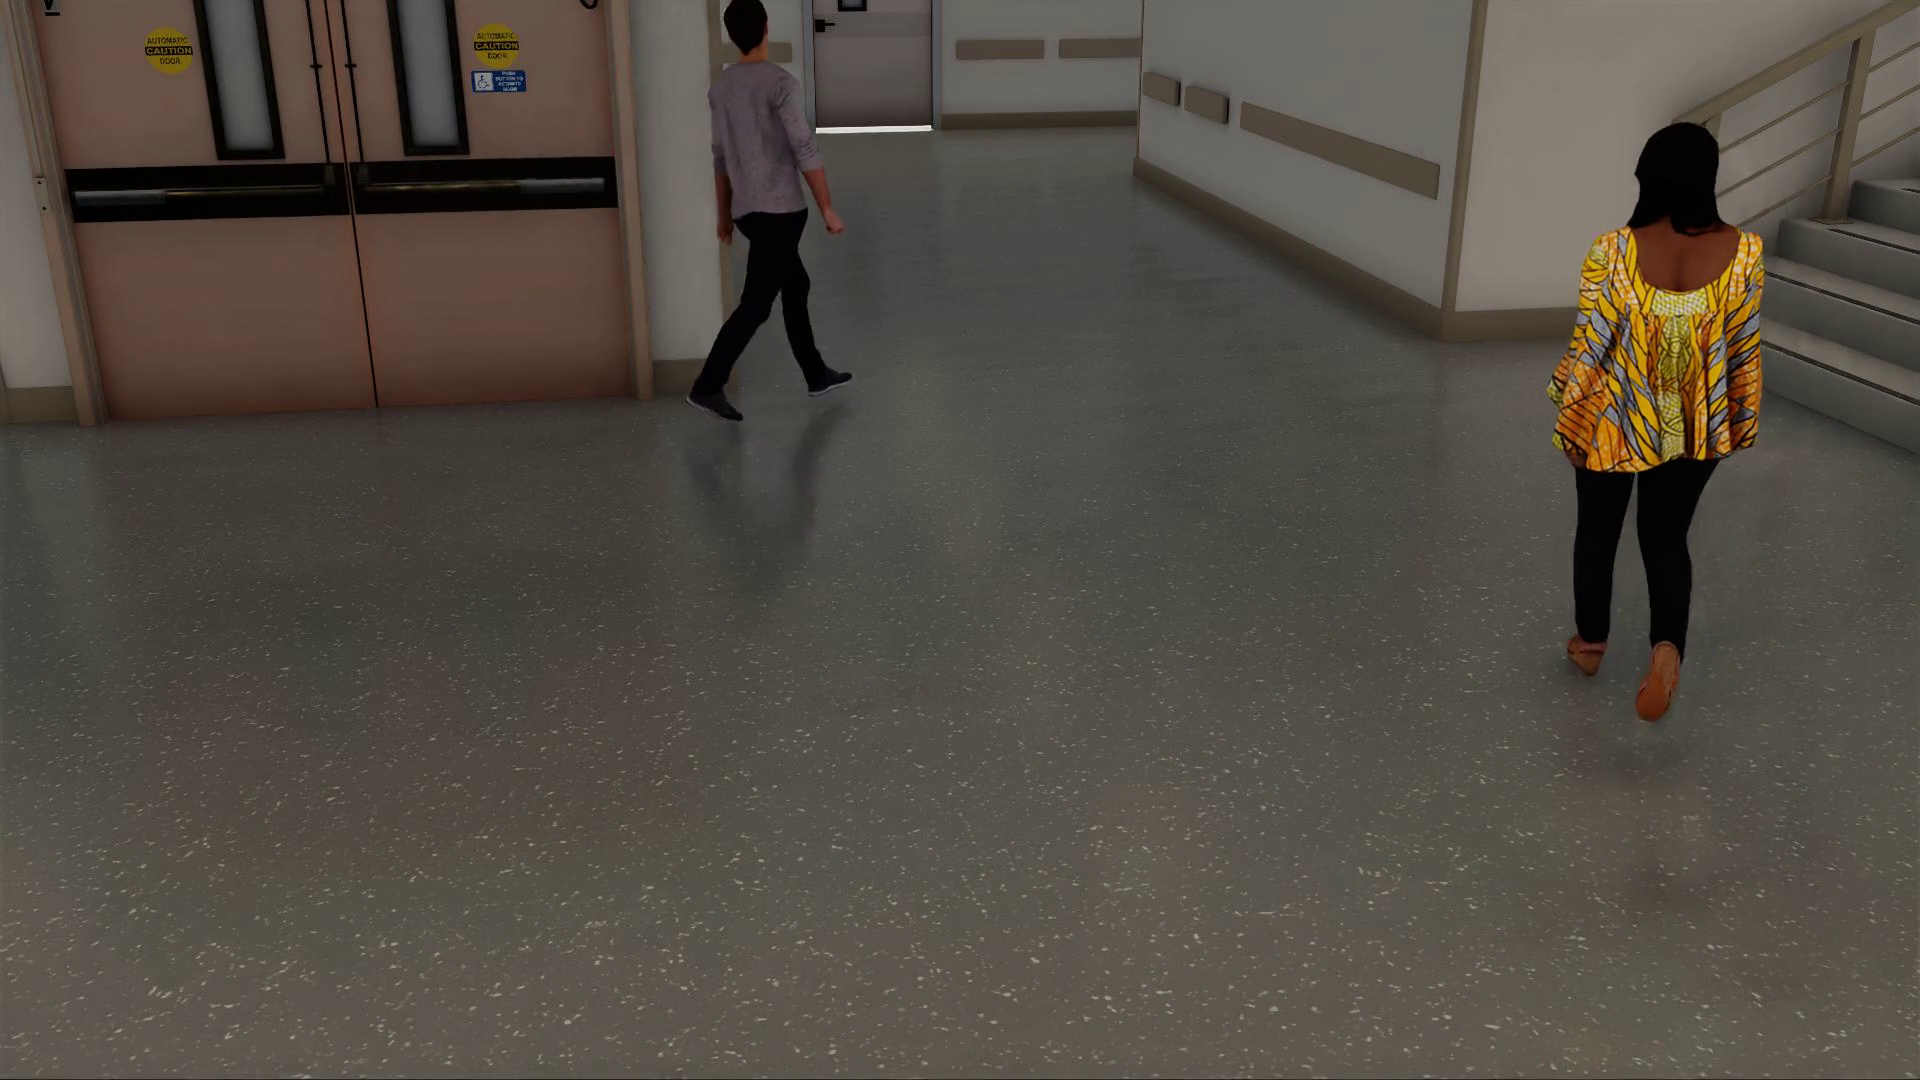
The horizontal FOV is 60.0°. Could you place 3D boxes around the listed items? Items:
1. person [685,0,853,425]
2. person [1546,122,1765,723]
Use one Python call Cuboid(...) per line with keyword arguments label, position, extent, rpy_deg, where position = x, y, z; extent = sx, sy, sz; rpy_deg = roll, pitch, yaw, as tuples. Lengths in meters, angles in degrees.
Cuboid(label="person", position=(-0.920, -1.389, 7.273), extent=(1.316, 1.787, 1.115), rpy_deg=(-17, 27, -38))
Cuboid(label="person", position=(1.892, -0.271, 4.548), extent=(1.026, 1.627, 0.954), rpy_deg=(3, 21, 9))
